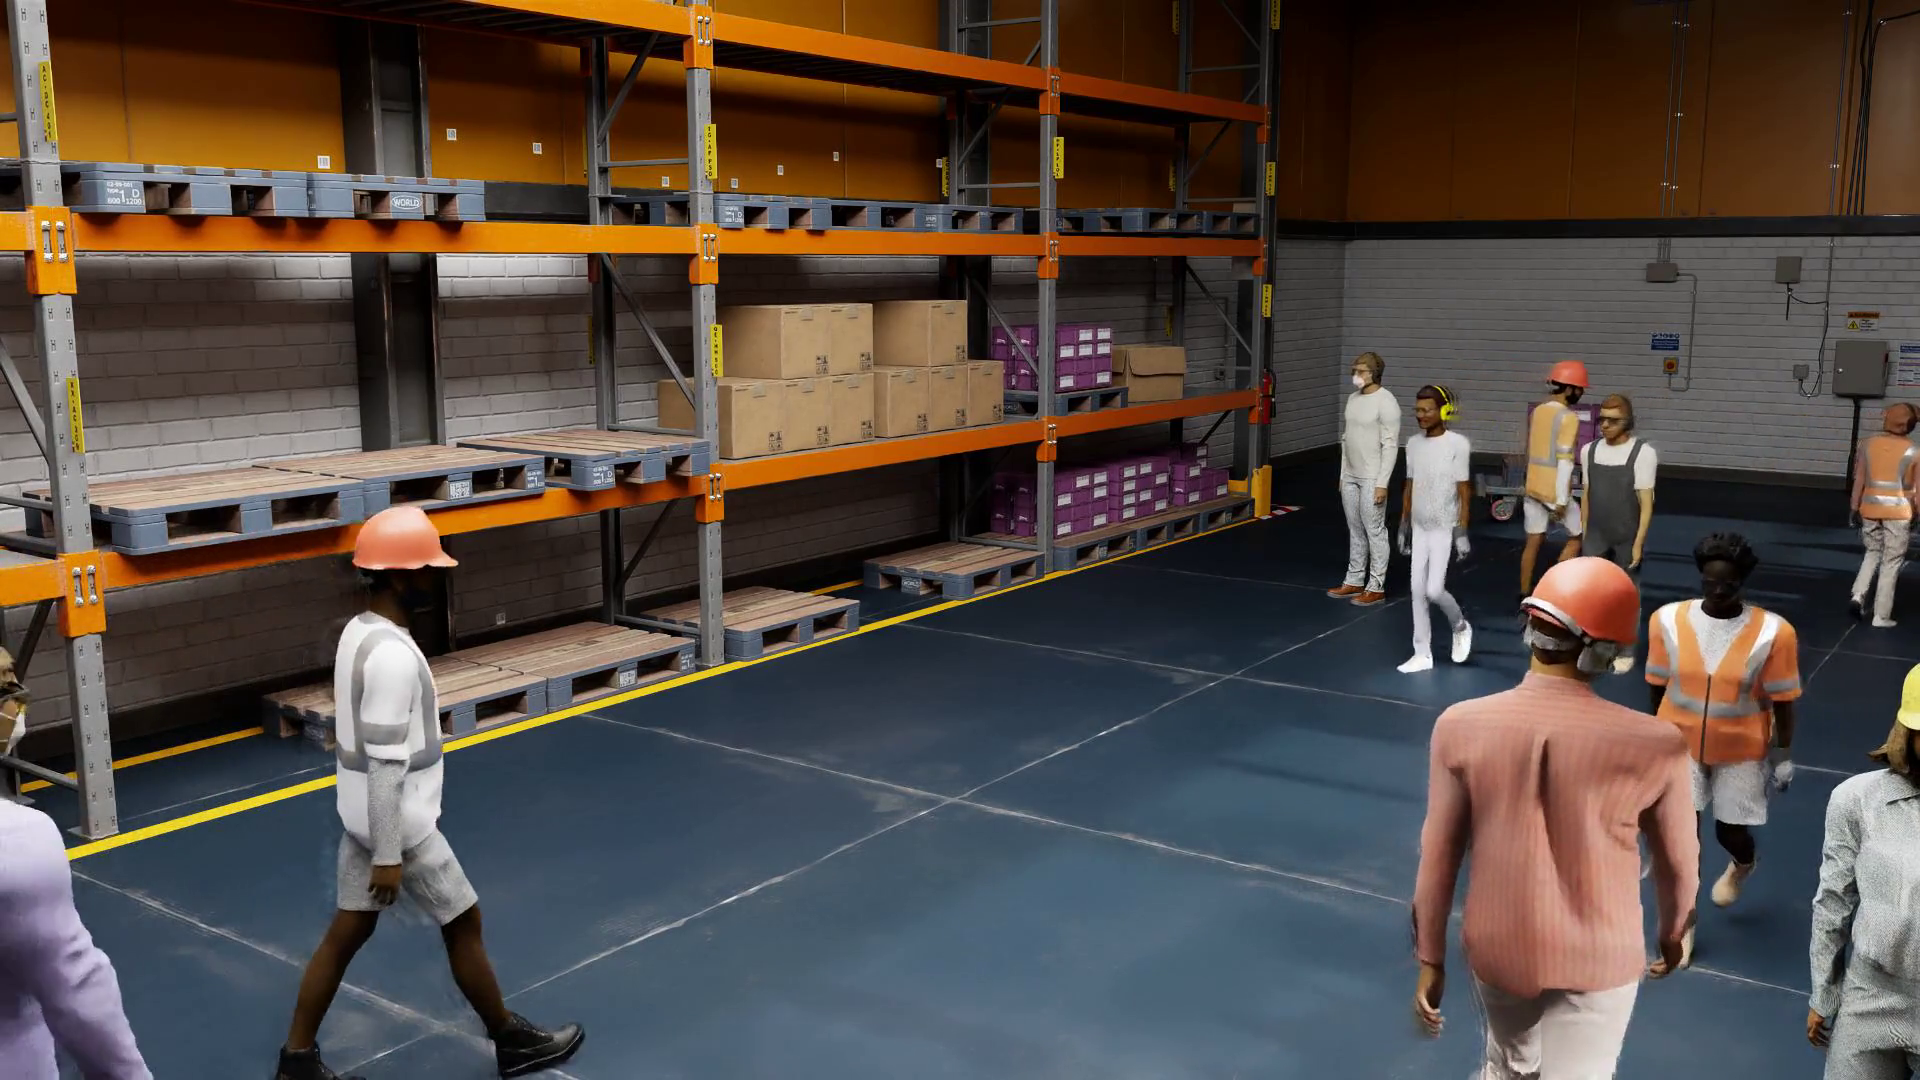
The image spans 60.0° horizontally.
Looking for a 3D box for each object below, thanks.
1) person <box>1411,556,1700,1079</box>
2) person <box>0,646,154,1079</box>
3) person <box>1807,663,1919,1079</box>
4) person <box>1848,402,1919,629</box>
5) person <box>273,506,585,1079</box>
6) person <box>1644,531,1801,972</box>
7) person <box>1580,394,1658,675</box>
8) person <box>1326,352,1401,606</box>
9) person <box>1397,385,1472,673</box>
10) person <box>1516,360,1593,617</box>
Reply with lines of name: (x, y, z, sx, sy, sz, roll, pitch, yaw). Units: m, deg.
person: (1.489, 0.985, 4.140, 0.603, 1.908, 1.095, 6, 12, 34)
person: (-1.929, 1.107, 3.470, 0.649, 1.892, 0.970, 6, 11, 32)
person: (2.244, 1.115, 3.884, 0.493, 1.742, 0.322, 7, 12, 35)
person: (6.642, -0.172, 11.881, 0.377, 1.623, 0.547, -6, 11, -31)
person: (-1.730, 0.830, 5.166, 0.986, 1.886, 0.563, -5, 11, -29)
person: (2.878, 0.755, 6.290, 0.539, 1.666, 0.634, 6, 11, 34)
person: (4.014, 0.003, 10.329, 0.516, 1.791, 0.971, 9, 13, 43)
person: (3.106, -0.470, 12.742, 0.372, 1.940, 0.632, -3, 10, -20)
person: (3.046, -0.066, 10.593, 0.472, 1.853, 0.542, -7, 12, -35)
person: (4.367, -0.361, 12.192, 0.564, 1.912, 0.570, -3, 10, -20)
